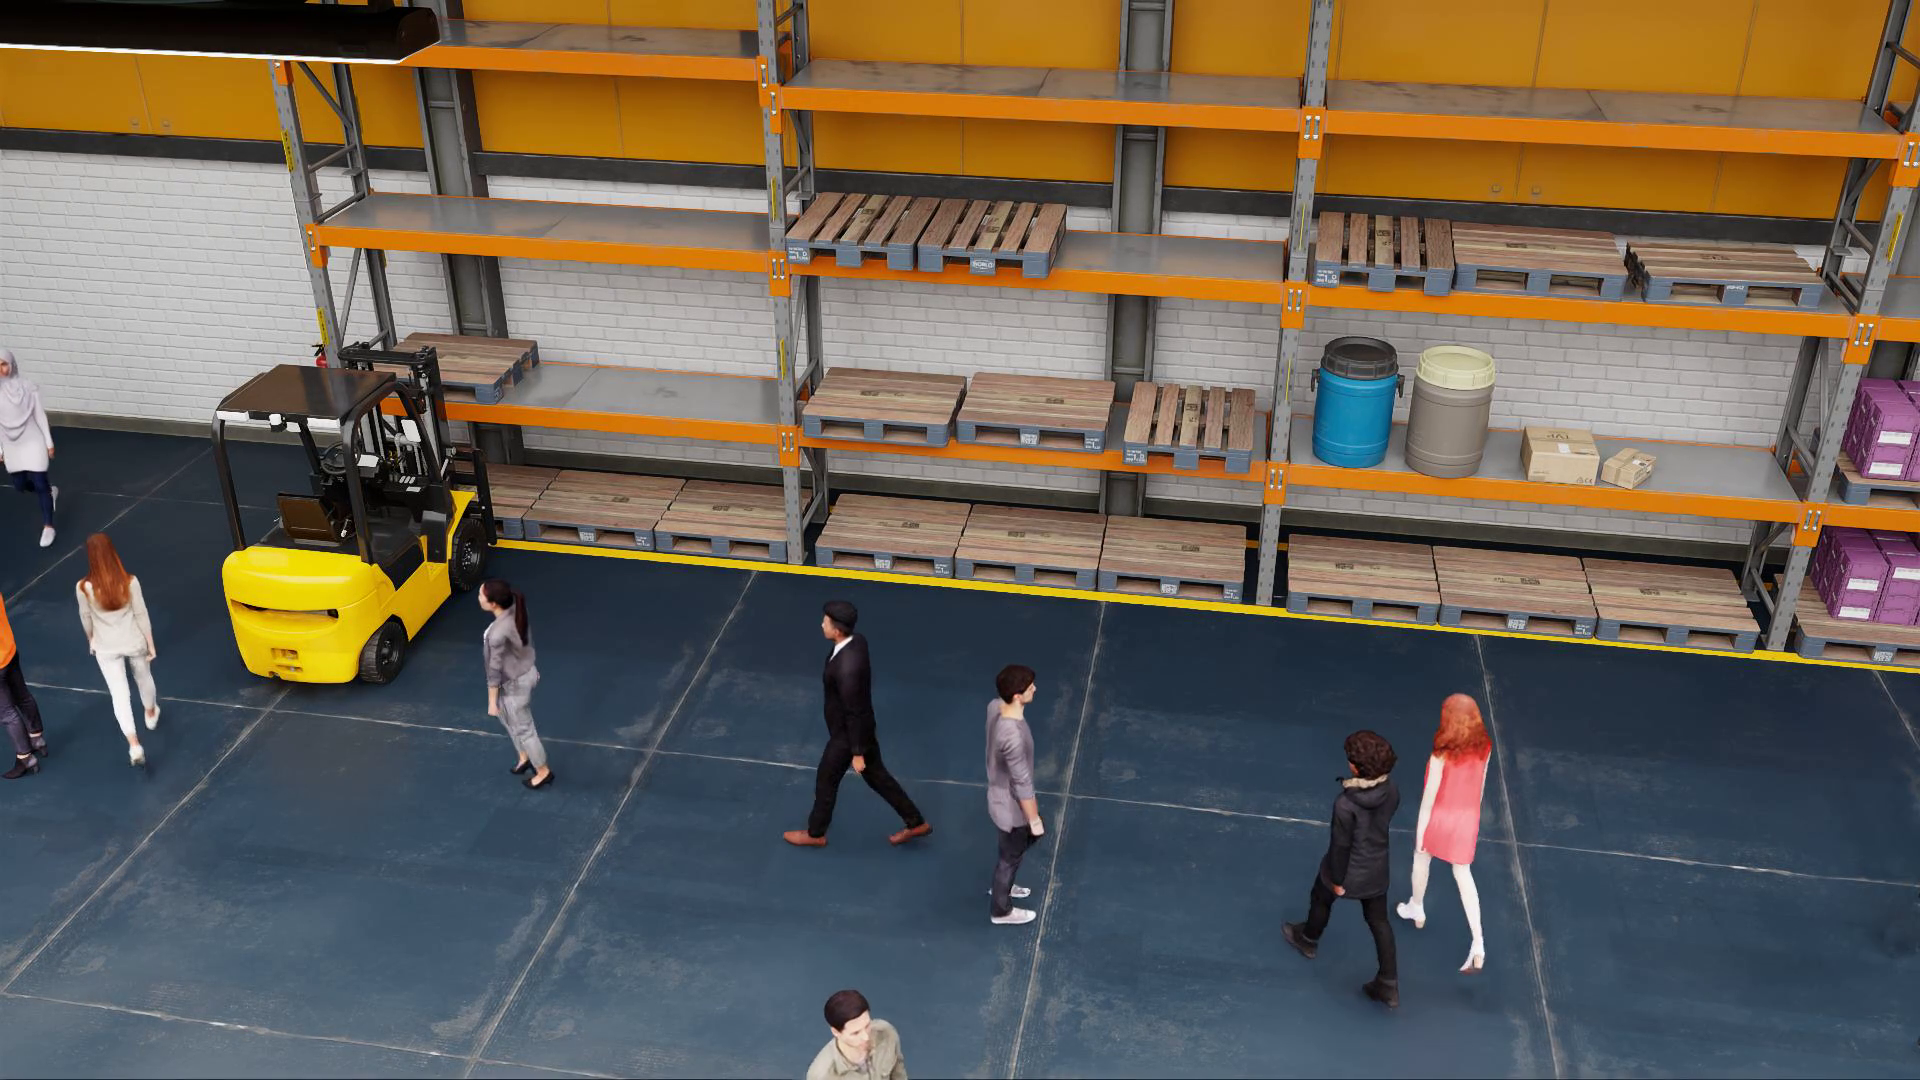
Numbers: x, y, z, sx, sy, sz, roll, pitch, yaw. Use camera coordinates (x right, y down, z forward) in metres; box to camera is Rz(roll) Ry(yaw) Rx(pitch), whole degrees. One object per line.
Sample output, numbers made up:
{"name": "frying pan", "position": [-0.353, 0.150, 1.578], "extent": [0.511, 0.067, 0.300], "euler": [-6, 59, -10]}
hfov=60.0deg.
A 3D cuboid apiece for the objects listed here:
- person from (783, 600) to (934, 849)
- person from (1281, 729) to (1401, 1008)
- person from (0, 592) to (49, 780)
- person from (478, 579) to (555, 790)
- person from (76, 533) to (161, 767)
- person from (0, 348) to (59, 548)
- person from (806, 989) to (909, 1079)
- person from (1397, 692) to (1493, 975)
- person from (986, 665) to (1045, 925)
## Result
{"name": "person", "position": [-0.578, 1.228, 10.601], "extent": [1.214, 1.832, 0.743], "euler": [3, 29, 5]}
{"name": "person", "position": [2.331, 1.890, 9.475], "extent": [1.131, 1.748, 1.094], "euler": [-13, 31, -23]}
{"name": "person", "position": [-6.609, 0.836, 11.406], "extent": [0.629, 1.748, 0.668], "euler": [-2, 29, -3]}
{"name": "person", "position": [-2.904, 1.000, 11.201], "extent": [0.594, 1.658, 0.634], "euler": [5, 29, 8]}
{"name": "person", "position": [-5.847, 0.778, 11.580], "extent": [1.104, 1.684, 1.073], "euler": [-14, 31, -23]}
{"name": "person", "position": [-8.124, -0.852, 14.482], "extent": [0.908, 1.766, 0.851], "euler": [-4, 29, -8]}
{"name": "person", "position": [-0.521, 2.765, 7.773], "extent": [1.157, 1.842, 1.028], "euler": [25, 38, 38]}
{"name": "person", "position": [2.915, 1.732, 9.715], "extent": [1.120, 1.796, 0.987], "euler": [-8, 30, -14]}
{"name": "person", "position": [0.236, 1.561, 9.982], "extent": [0.716, 1.840, 0.760], "euler": [-3, 29, -6]}
